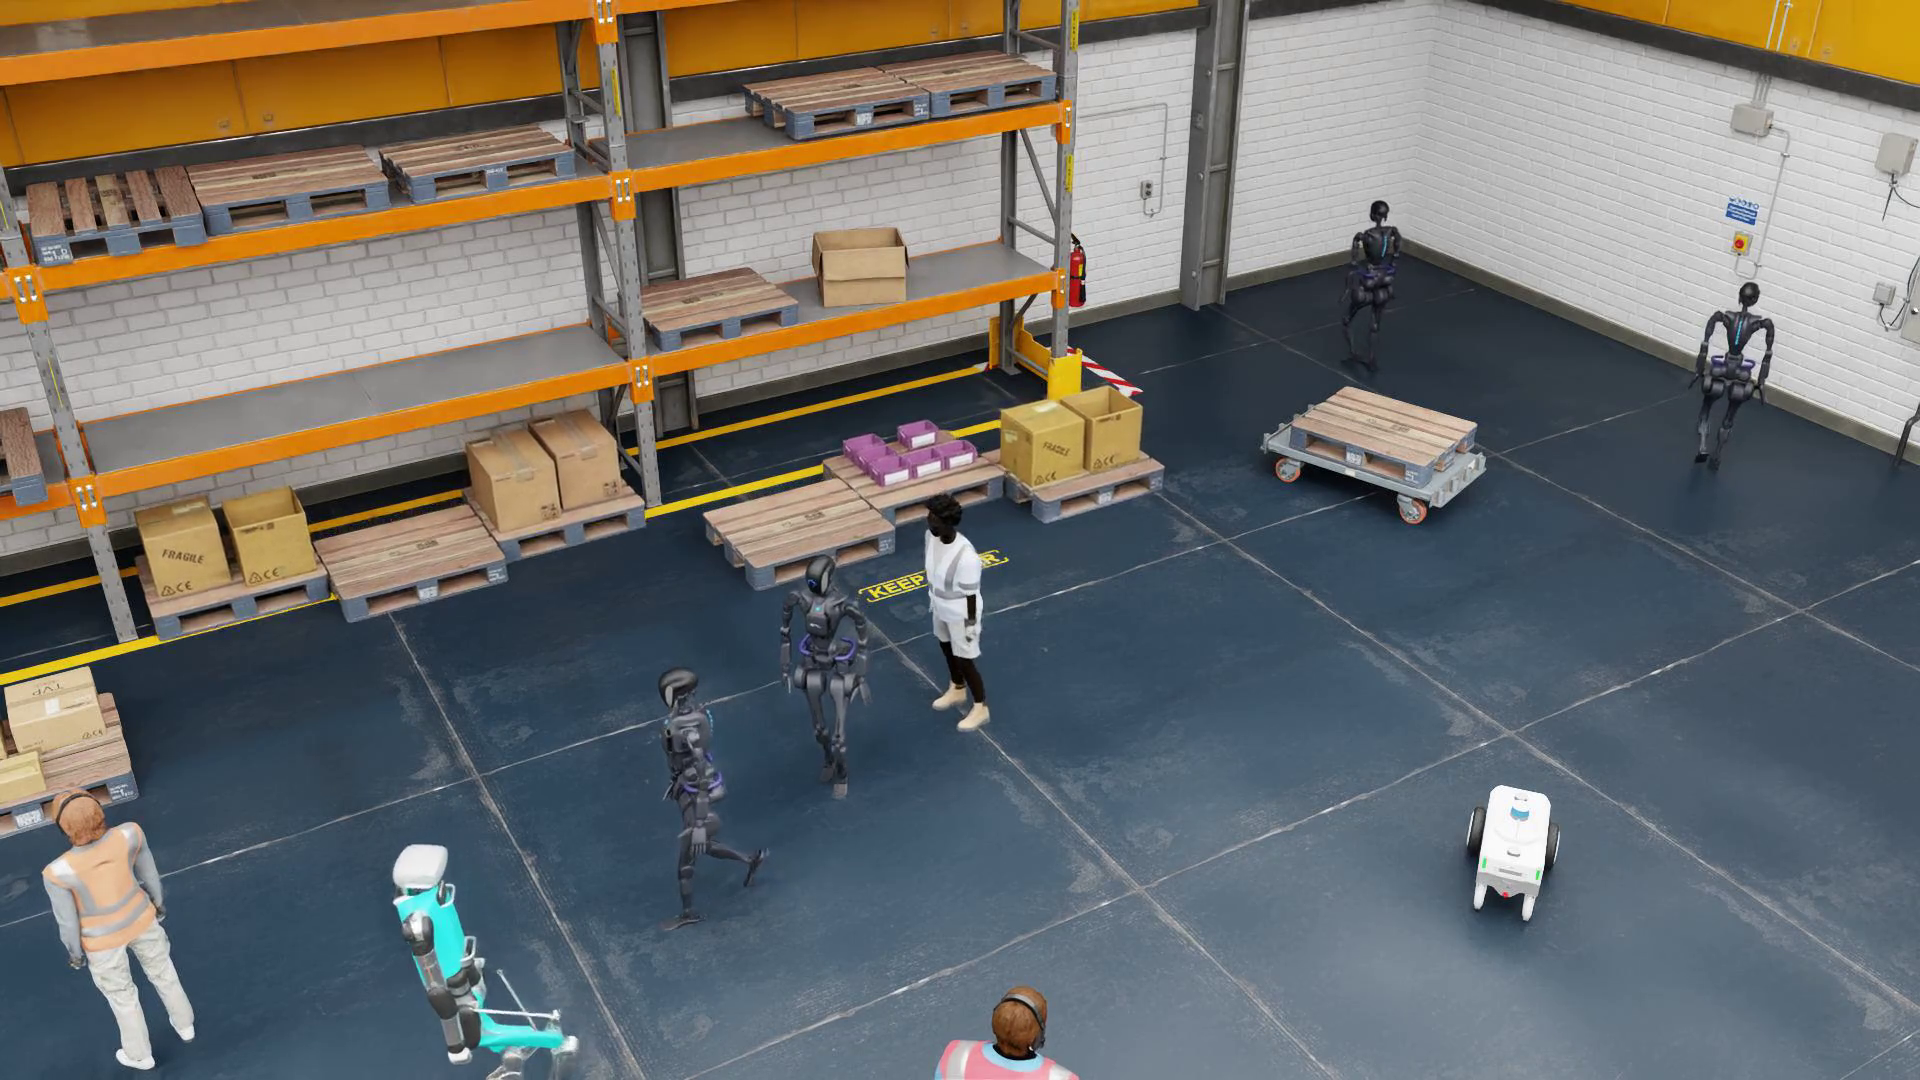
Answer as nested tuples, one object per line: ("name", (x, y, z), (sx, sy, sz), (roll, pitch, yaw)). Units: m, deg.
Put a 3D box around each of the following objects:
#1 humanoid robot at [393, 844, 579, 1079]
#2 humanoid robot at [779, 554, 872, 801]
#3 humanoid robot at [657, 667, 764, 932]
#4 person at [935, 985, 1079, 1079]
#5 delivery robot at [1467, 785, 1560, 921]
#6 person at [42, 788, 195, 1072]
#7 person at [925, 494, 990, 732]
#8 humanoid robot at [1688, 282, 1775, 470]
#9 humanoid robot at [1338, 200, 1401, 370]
("humanoid robot", (-2.148, 2.132, 7.711), (1.032, 1.730, 0.556), (-5, 30, -9))
("humanoid robot", (-0.823, 0.803, 10.117), (0.610, 1.647, 0.415), (8, 30, 13))
("humanoid robot", (-1.401, 1.389, 9.104), (0.637, 1.640, 0.611), (-12, 32, -21))
("person", (0.215, 2.566, 6.848), (0.630, 1.837, 0.431), (10, 31, 17))
("delivery robot", (3.189, 1.759, 9.590), (0.499, 0.614, 0.808), (10, 31, 18))
("person", (-4.143, 1.917, 8.185), (0.308, 1.638, 0.522), (19, 35, 30))
("person", (-0.045, 0.449, 10.751), (0.347, 1.674, 0.537), (-19, 35, -30))
("humanoid robot", (6.453, -1.355, 13.938), (0.608, 1.639, 0.393), (14, 32, 23))
("humanoid robot", (3.917, -2.430, 15.842), (0.589, 1.646, 0.414), (-12, 32, -20))
